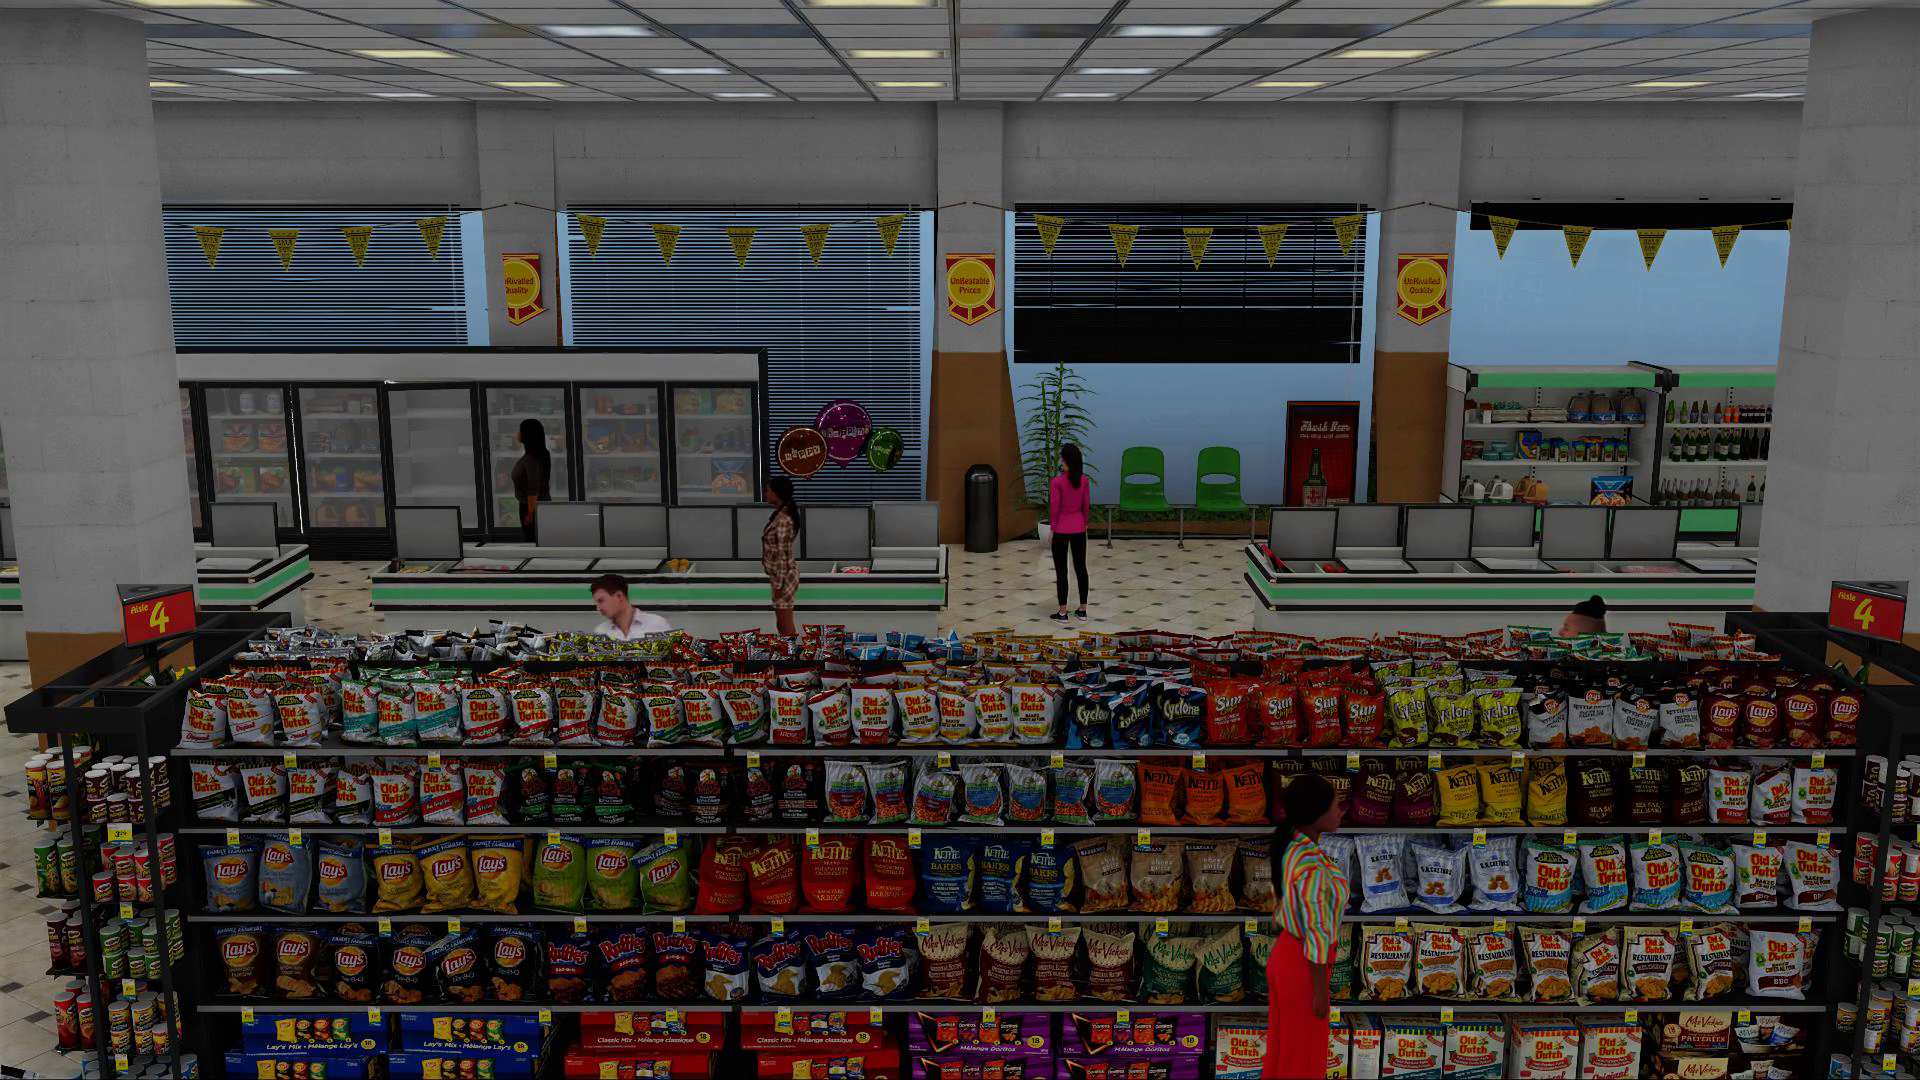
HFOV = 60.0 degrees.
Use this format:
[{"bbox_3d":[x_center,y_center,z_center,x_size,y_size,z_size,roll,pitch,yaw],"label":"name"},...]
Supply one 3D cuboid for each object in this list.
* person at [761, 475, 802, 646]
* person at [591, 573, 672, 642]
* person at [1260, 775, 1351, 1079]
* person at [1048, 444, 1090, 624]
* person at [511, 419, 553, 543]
[{"bbox_3d":[-1.436,0.350,13.564,0.532,1.794,0.573,0,12,0],"label":"person"},{"bbox_3d":[-1.845,1.078,10.051,0.469,1.818,0.905,-3,12,-12],"label":"person"},{"bbox_3d":[1.365,1.797,6.698,0.571,1.792,0.625,-2,12,-8],"label":"person"},{"bbox_3d":[1.041,-0.069,15.790,0.637,1.698,0.738,-6,13,-26],"label":"person"},{"bbox_3d":[-4.191,-0.288,16.481,0.581,1.842,0.638,0,12,-1],"label":"person"}]
